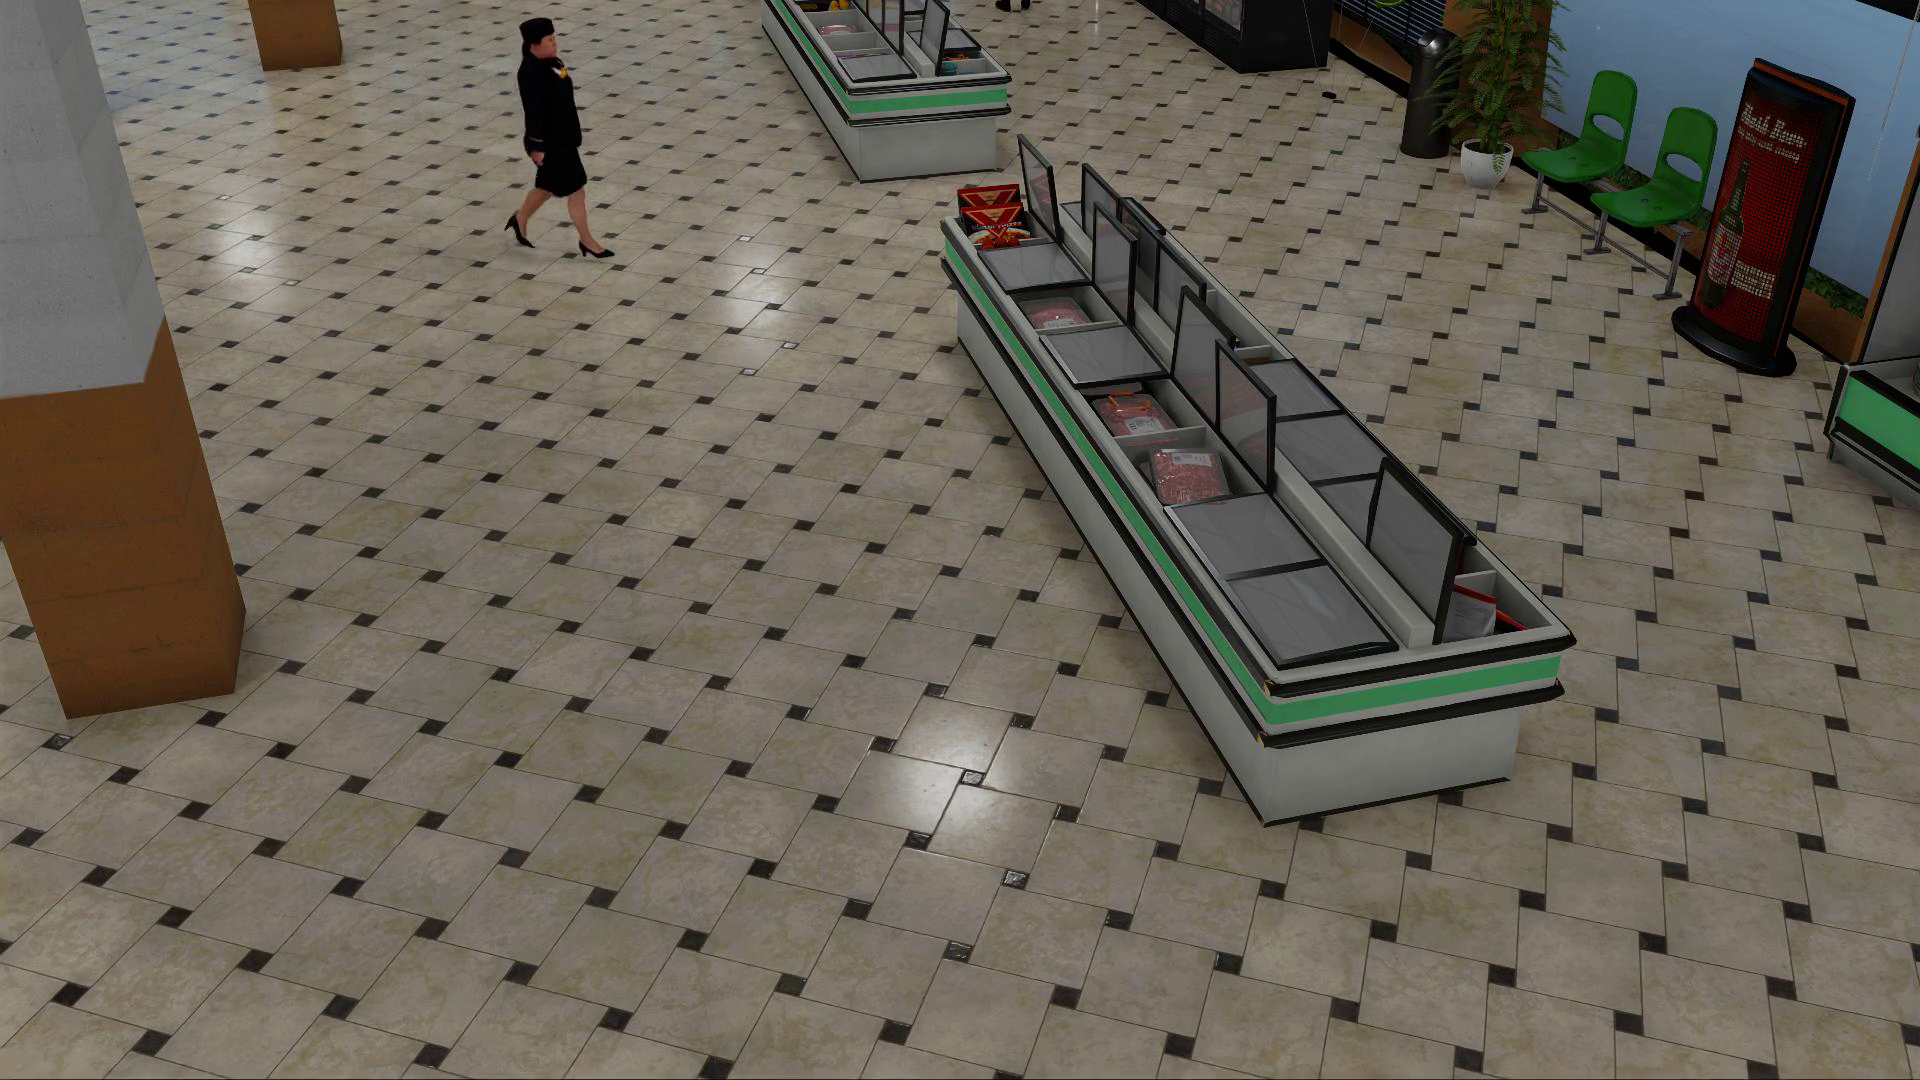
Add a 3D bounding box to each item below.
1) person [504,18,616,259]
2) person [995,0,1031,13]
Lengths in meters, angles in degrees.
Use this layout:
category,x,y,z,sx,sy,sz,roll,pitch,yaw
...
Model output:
category,x,y,z,sx,sy,sz,roll,pitch,yaw
person,-2.855,-2.706,11.362,1.024,1.645,1.100,4,32,7
person,0.561,-6.384,17.133,0.643,1.793,0.524,-7,33,-11
